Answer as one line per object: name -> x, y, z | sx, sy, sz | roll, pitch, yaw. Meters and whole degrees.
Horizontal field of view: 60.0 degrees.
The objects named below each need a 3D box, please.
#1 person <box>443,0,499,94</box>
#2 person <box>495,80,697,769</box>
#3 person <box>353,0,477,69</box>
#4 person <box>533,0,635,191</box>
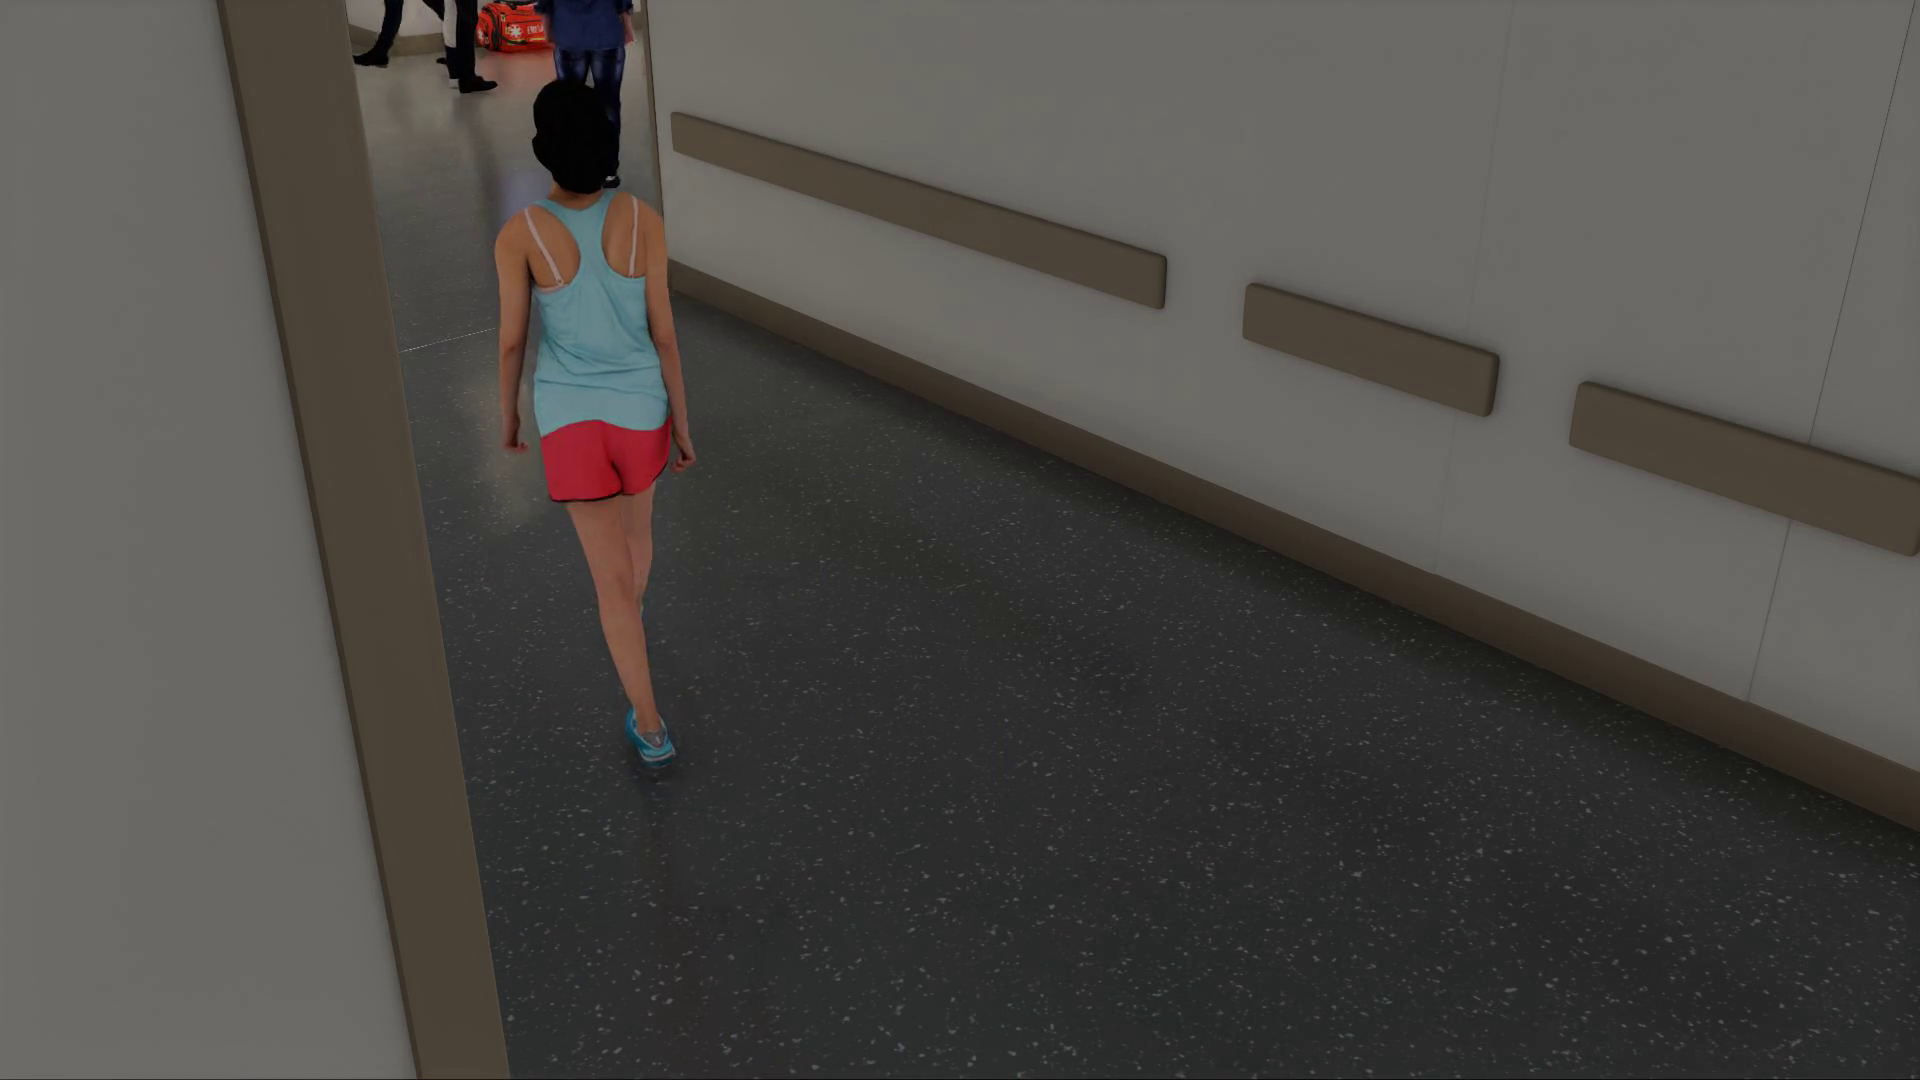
person -> -3.858, -4.395, 12.659 | 0.570, 1.890, 0.675 | -20, 32, -35
person -> -0.884, -0.230, 4.212 | 1.141, 1.724, 0.945 | -9, 27, -18
person -> -4.305, -4.688, 13.309 | 1.312, 1.815, 0.928 | -9, 27, -18
person -> -2.154, -2.886, 9.623 | 0.903, 1.810, 0.971 | -2, 26, -5
